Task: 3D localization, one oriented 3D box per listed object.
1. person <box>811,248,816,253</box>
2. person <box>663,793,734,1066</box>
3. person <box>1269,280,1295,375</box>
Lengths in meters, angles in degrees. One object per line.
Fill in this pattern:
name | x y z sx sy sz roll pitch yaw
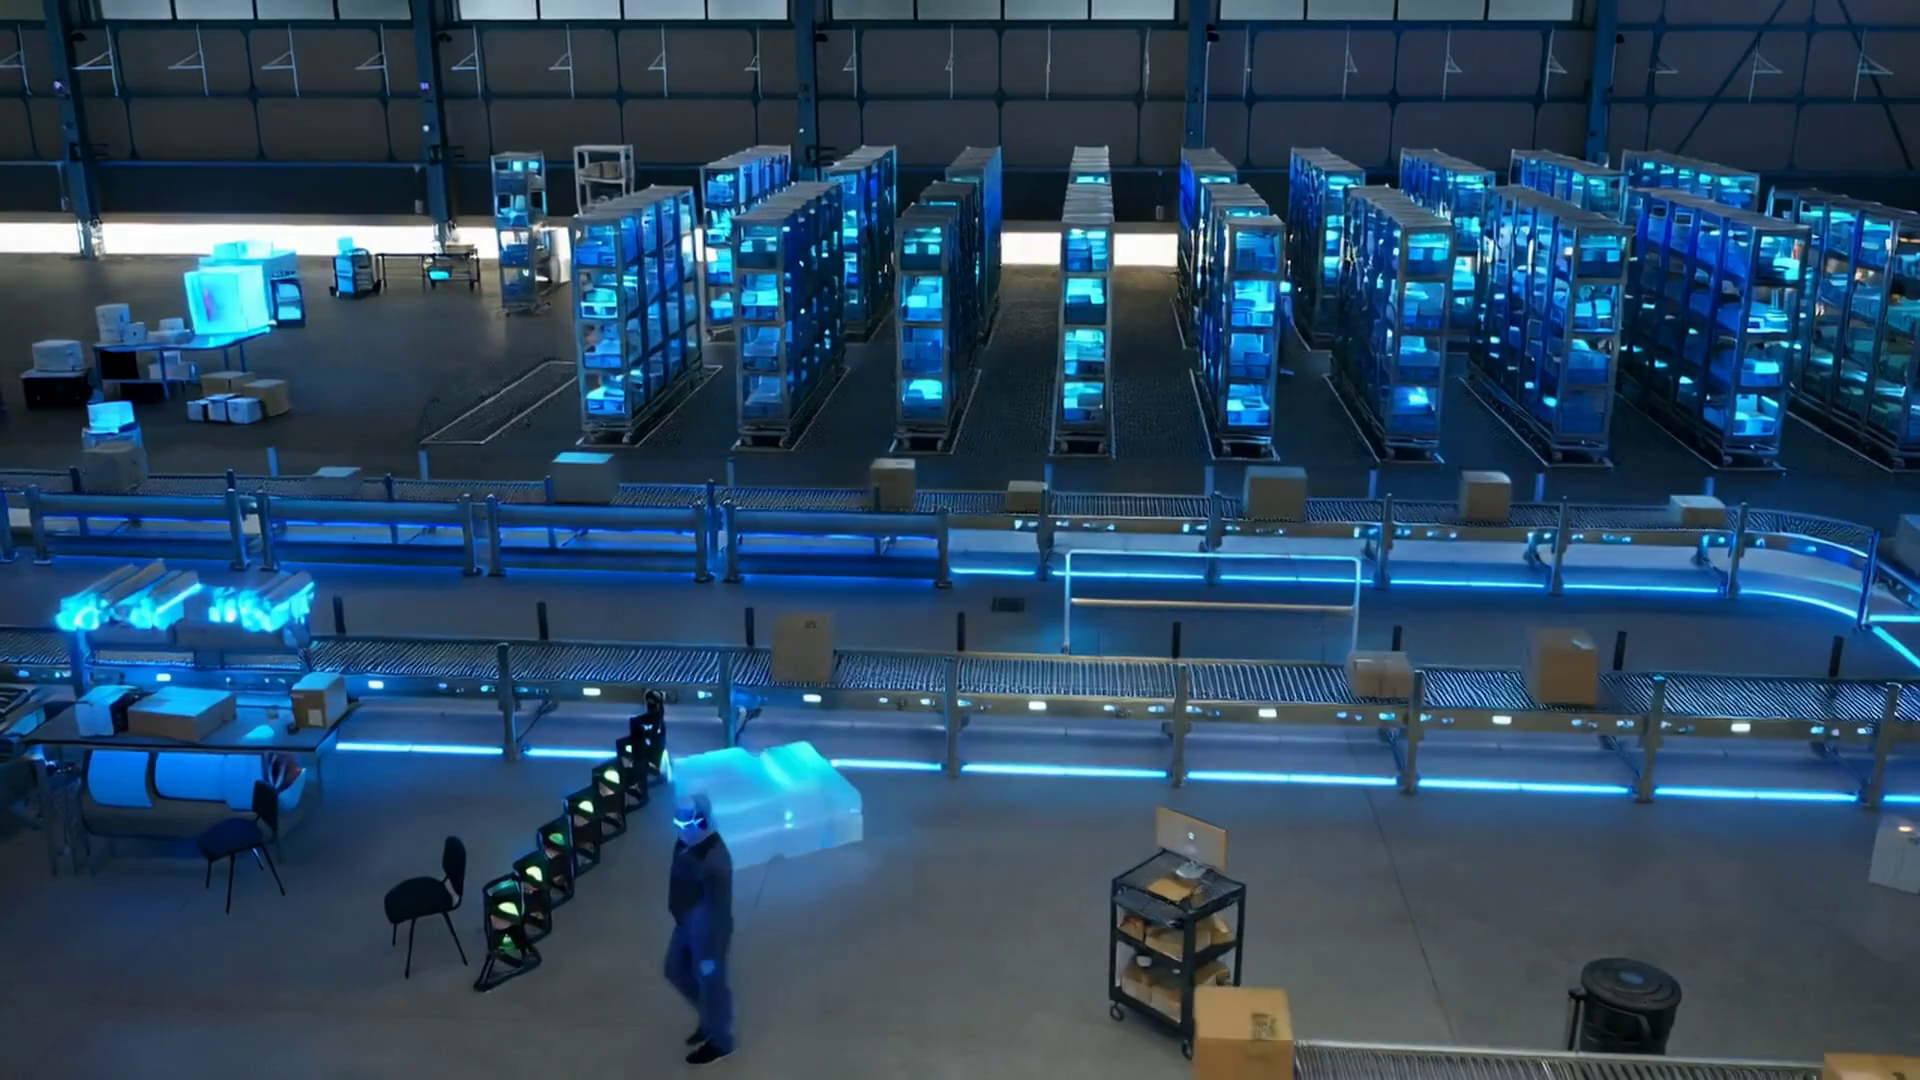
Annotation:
person | -3.493 -6.713 39.852 0.389 1.838 0.564 -1 18 -4
person | -1.667 2.478 10.591 0.428 1.891 0.675 -8 19 -25
person | 6.015 -3.986 31.240 0.649 1.809 0.462 -15 23 -40
